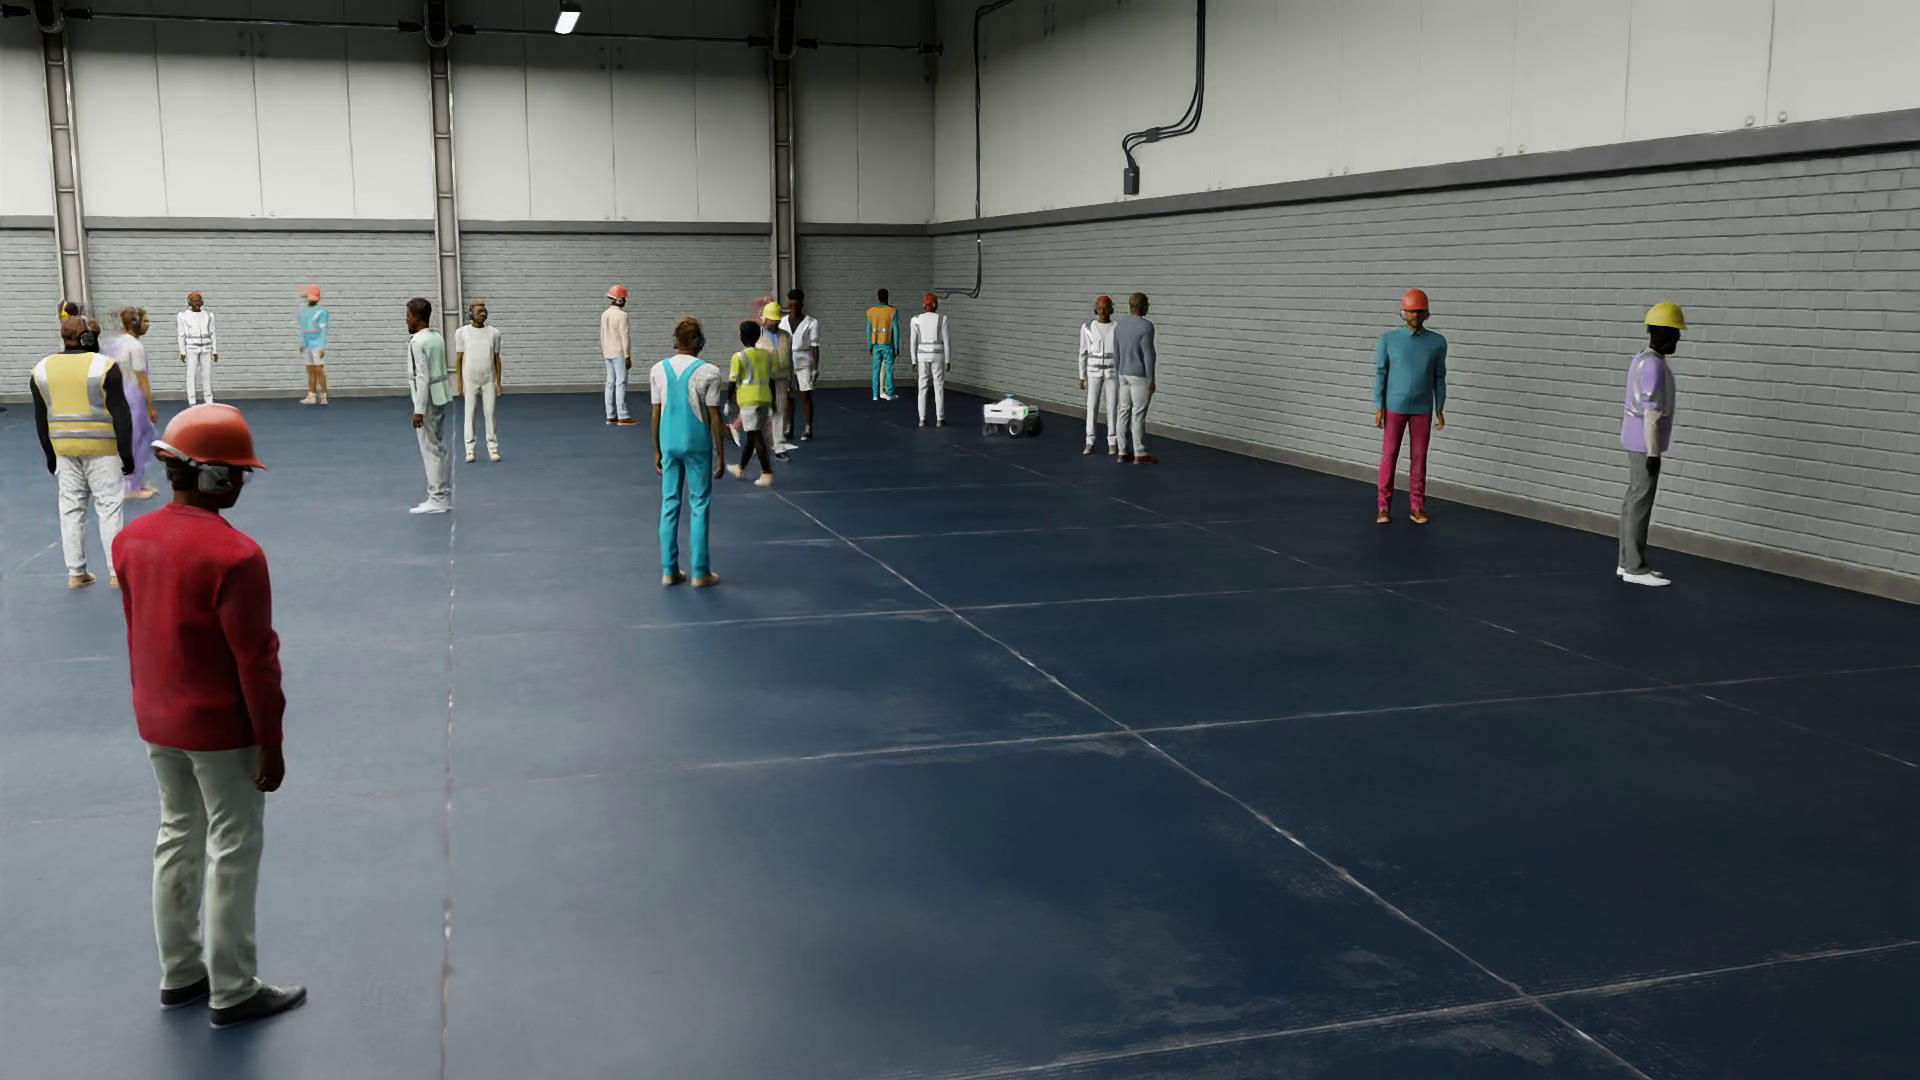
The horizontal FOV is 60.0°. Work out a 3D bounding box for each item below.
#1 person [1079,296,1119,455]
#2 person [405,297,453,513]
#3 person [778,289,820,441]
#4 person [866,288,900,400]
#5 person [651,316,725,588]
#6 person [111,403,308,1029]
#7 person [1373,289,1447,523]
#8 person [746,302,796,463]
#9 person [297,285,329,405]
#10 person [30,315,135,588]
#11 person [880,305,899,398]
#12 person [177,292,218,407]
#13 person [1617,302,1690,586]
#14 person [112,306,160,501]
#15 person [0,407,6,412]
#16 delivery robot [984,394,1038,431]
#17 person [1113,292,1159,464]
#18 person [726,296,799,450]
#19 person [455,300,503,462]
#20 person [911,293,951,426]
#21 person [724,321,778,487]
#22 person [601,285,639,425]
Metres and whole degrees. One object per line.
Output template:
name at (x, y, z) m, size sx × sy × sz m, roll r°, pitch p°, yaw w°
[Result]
person at (1.701, -1.950, 19.744) m, size 0.584 × 1.882 × 0.345 m, roll 1°, pitch 9°, yaw 6°
person at (-4.731, -1.198, 14.843) m, size 0.371 × 1.916 × 0.597 m, roll 0°, pitch 9°, yaw -1°
person at (-2.096, -2.256, 21.465) m, size 0.605 × 1.958 × 0.380 m, roll 3°, pitch 9°, yaw 17°
person at (-1.316, -3.360, 28.626) m, size 0.594 × 1.921 × 0.387 m, roll 3°, pitch 9°, yaw 19°
person at (-1.828, -0.584, 11.207) m, size 0.517 × 1.835 × 0.354 m, roll 2°, pitch 9°, yaw 14°
person at (-2.080, 0.488, 4.651) m, size 0.575 × 1.740 × 0.348 m, roll 5°, pitch 10°, yaw 28°
person at (3.831, -1.132, 14.173) m, size 0.609 × 1.996 × 0.383 m, roll 0°, pitch 9°, yaw 3°
person at (-2.140, -1.790, 18.921) m, size 0.589 × 1.822 × 0.403 m, roll -5°, pitch 10°, yaw -31°
person at (-10.729, -3.202, 27.433) m, size 0.783 × 1.999 × 0.399 m, roll 4°, pitch 10°, yaw 27°
person at (-5.851, -0.584, 11.184) m, size 0.619 × 1.839 × 0.430 m, roll 0°, pitch 9°, yaw 2°
person at (-1.256, -3.292, 29.106) m, size 0.280 × 1.633 × 0.503 m, roll 4°, pitch 10°, yaw 22°
person at (-12.083, -2.990, 26.387) m, size 0.580 × 1.883 × 0.352 m, roll -8°, pitch 12°, yaw -43°
person at (4.723, -0.657, 11.370) m, size 0.383 × 1.923 × 0.589 m, roll 3°, pitch 9°, yaw 17°
person at (-7.704, -1.276, 15.627) m, size 0.538 × 1.824 × 0.523 m, roll -8°, pitch 12°, yaw -40°
person at (-15.291, -2.965, 26.040) m, size 0.545 × 1.942 × 0.349 m, roll 5°, pitch 10°, yaw 31°
delivery robot at (0.668, -1.676, 21.926) m, size 0.707 × 0.478 × 0.477 m, roll 7°, pitch 11°, yaw 37°
person at (1.978, -1.822, 18.758) m, size 0.377 × 1.940 × 0.628 m, roll -6°, pitch 11°, yaw -33°
person at (-2.423, -2.022, 20.233) m, size 0.798 × 1.879 × 0.651 m, roll -2°, pitch 9°, yaw -13°
person at (-5.471, -1.806, 18.950) m, size 0.506 × 1.847 × 0.345 m, roll -4°, pitch 10°, yaw -23°
person at (-0.410, -2.546, 23.541) m, size 0.573 × 1.887 × 0.355 m, roll 2°, pitch 9°, yaw 10°
person at (-2.155, -1.377, 16.788) m, size 0.846 × 1.649 × 0.557 m, roll 7°, pitch 12°, yaw 39°
person at (-4.883, -2.634, 23.753) m, size 0.389 × 1.996 × 0.612 m, roll -8°, pitch 12°, yaw -42°
